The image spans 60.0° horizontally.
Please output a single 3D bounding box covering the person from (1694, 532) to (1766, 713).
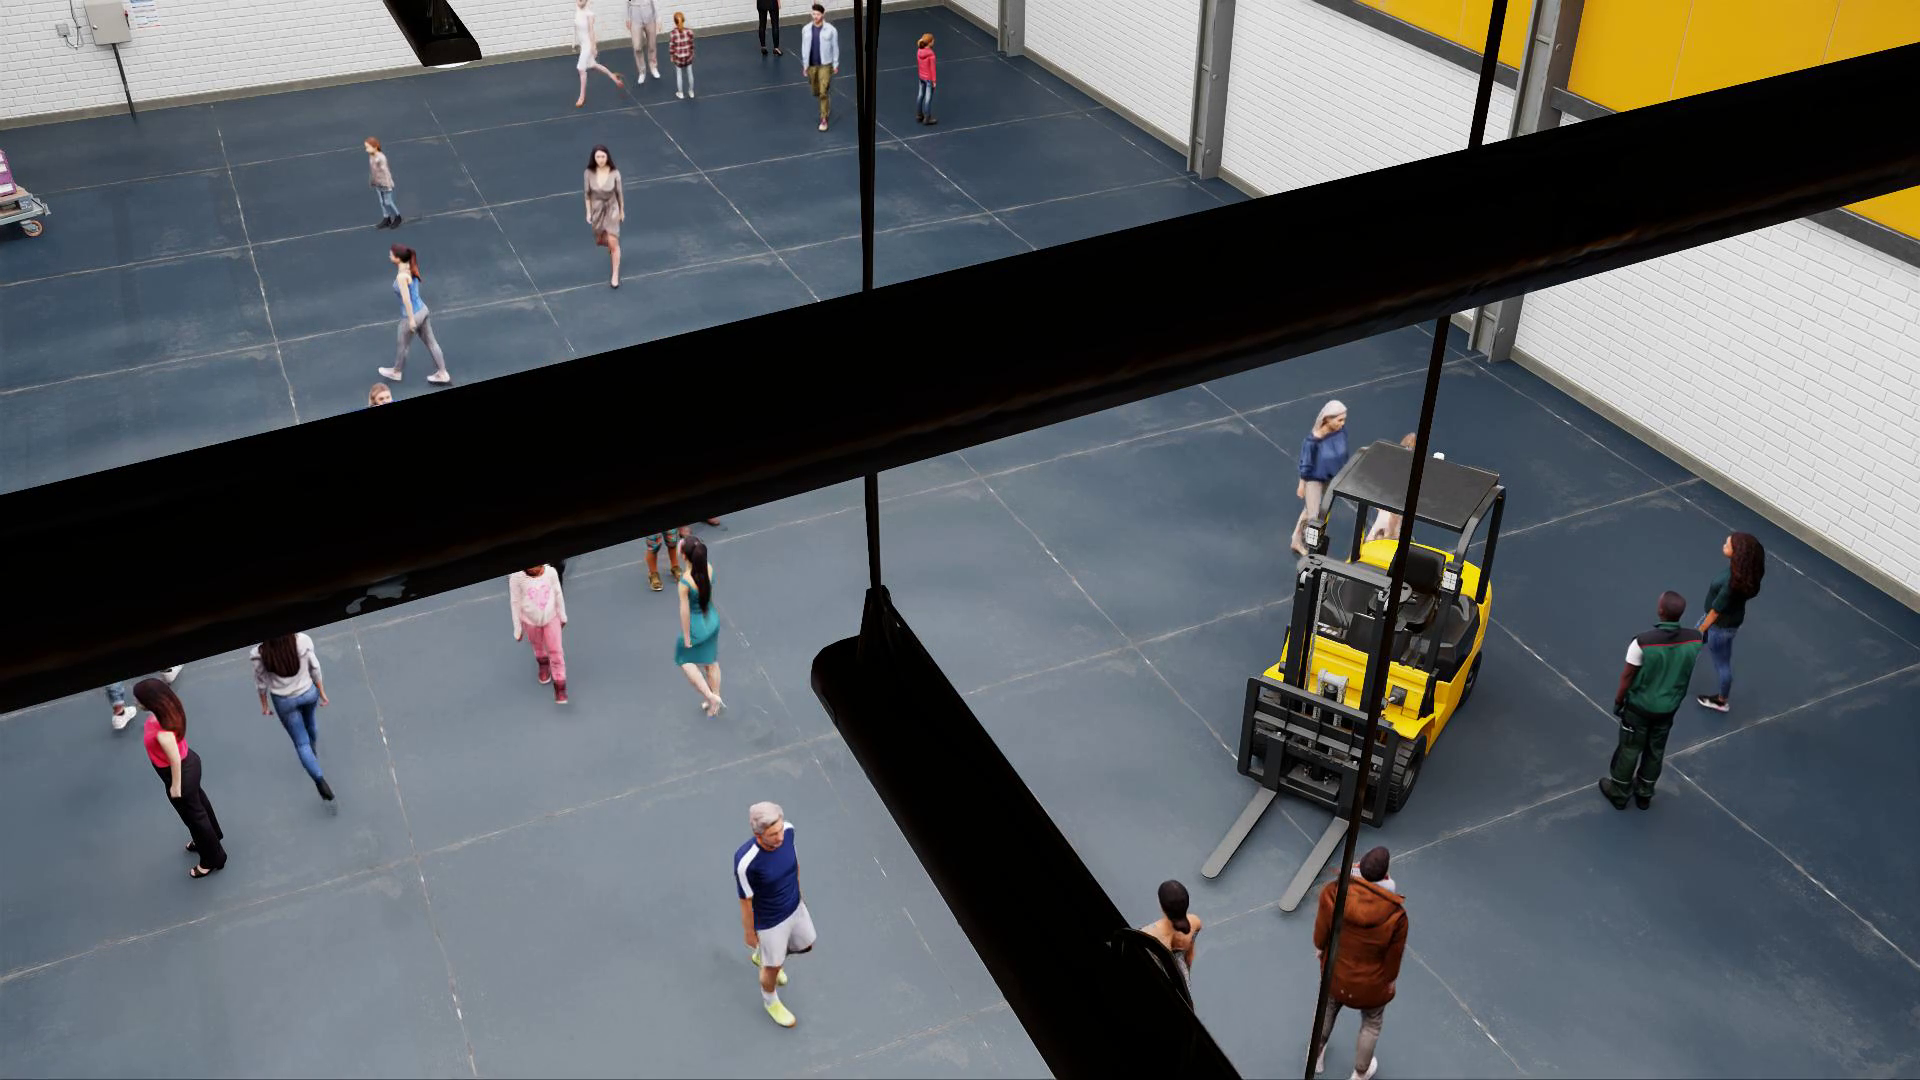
[{"bbox_3d":[6.040,0.679,12.982,1.005,1.592,0.841,24,41,32],"label":"person"}]

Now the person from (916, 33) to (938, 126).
[{"bbox_3d":[-0.503,-6.785,24.461,0.608,1.314,0.480,-23,40,-31],"label":"person"}]

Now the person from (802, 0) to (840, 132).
[{"bbox_3d":[-2.022,-6.931,24.253,1.064,1.788,1.185,7,34,11],"label":"person"}]

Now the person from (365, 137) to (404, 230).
[{"bbox_3d":[-7.350,-4.578,21.254,0.568,1.190,0.665,25,41,32],"label":"person"}]

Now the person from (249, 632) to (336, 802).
[{"bbox_3d":[-4.844,1.212,12.177,0.744,1.595,1.082,-23,40,-30],"label":"person"}]

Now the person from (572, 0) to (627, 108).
[{"bbox_3d":[-5.516,-7.401,24.990,0.849,1.755,1.104,-24,41,-32],"label":"person"}]

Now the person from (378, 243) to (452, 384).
[{"bbox_3d":[-5.695,-2.359,17.562,0.978,1.581,1.009,5,34,7],"label":"person"}]

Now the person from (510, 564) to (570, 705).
[{"bbox_3d":[-3.365,0.577,13.295,0.691,1.415,1.006,-8,34,-12],"label":"person"}]

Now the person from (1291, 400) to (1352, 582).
[{"bbox_3d":[3.114,-0.539,14.738,0.725,1.676,0.926,-23,40,-30],"label":"person"}]

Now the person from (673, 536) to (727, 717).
[{"bbox_3d":[-1.944,0.706,12.862,0.754,1.679,0.696,21,39,29],"label":"person"}]

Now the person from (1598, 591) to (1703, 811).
[{"bbox_3d":[4.999,1.176,12.018,0.760,1.831,0.750,-1,34,-2],"label":"person"}]

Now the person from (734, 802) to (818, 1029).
[{"bbox_3d":[-1.221,2.270,10.379,0.863,1.823,0.807,22,40,30],"label":"person"}]

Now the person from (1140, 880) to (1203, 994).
[{"bbox_3d":[1.215,2.727,9.708,0.602,1.805,0.859,-13,36,-19],"label":"person"}]

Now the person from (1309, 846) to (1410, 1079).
[{"bbox_3d":[2.364,2.557,9.938,0.810,1.833,0.896,21,39,28],"label":"person"}]

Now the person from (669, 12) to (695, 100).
[{"bbox_3d":[-4.227,-7.410,25.410,0.546,1.306,0.538,-12,35,-17],"label":"person"}]

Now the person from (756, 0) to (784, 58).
[{"bbox_3d":[-3.137,-8.731,27.077,0.686,1.660,0.742,11,35,16],"label":"person"}]

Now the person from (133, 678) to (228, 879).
[{"bbox_3d":[-5.405,1.613,11.510,0.647,1.666,0.464,-12,36,-18],"label":"person"}]

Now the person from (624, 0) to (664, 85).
[{"bbox_3d":[-4.963,-8.160,26.064,0.857,1.831,0.982,-9,35,-13],"label":"person"}]

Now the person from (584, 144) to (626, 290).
[{"bbox_3d":[-4.197,-3.877,19.716,0.851,1.724,1.069,-1,34,-2],"label":"person"}]

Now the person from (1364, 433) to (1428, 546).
[{"bbox_3d":[3.570,-0.143,14.066,1.040,1.760,1.157,2,34,3],"label":"person"}]
